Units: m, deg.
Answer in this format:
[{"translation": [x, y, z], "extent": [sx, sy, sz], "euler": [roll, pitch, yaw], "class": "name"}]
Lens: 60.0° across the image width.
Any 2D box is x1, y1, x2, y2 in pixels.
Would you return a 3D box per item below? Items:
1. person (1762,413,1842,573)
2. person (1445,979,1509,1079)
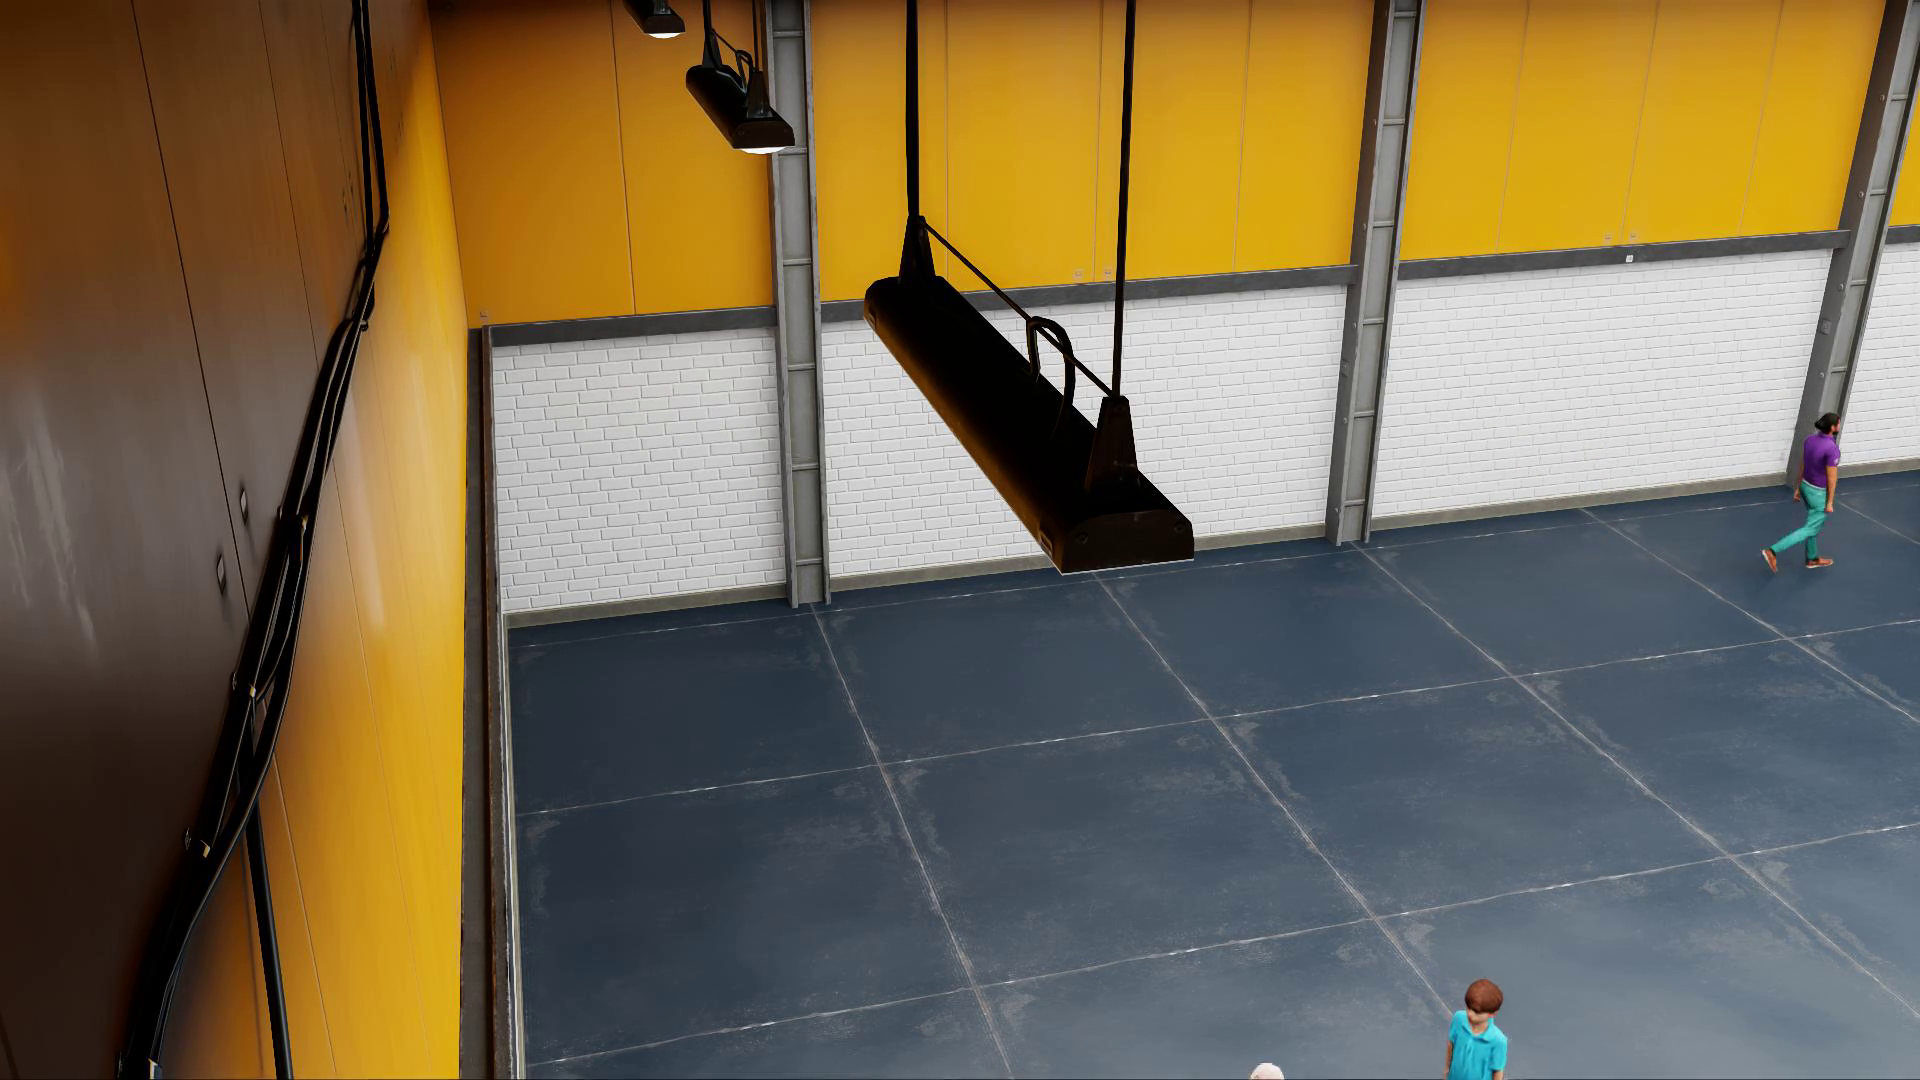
[{"translation": [8.746, -0.463, 17.166], "extent": [1.141, 1.742, 0.716], "euler": [-3, 24, -8], "class": "person"}, {"translation": [2.953, 3.077, 9.452], "extent": [0.713, 1.434, 0.807], "euler": [21, 31, 39], "class": "person"}]
